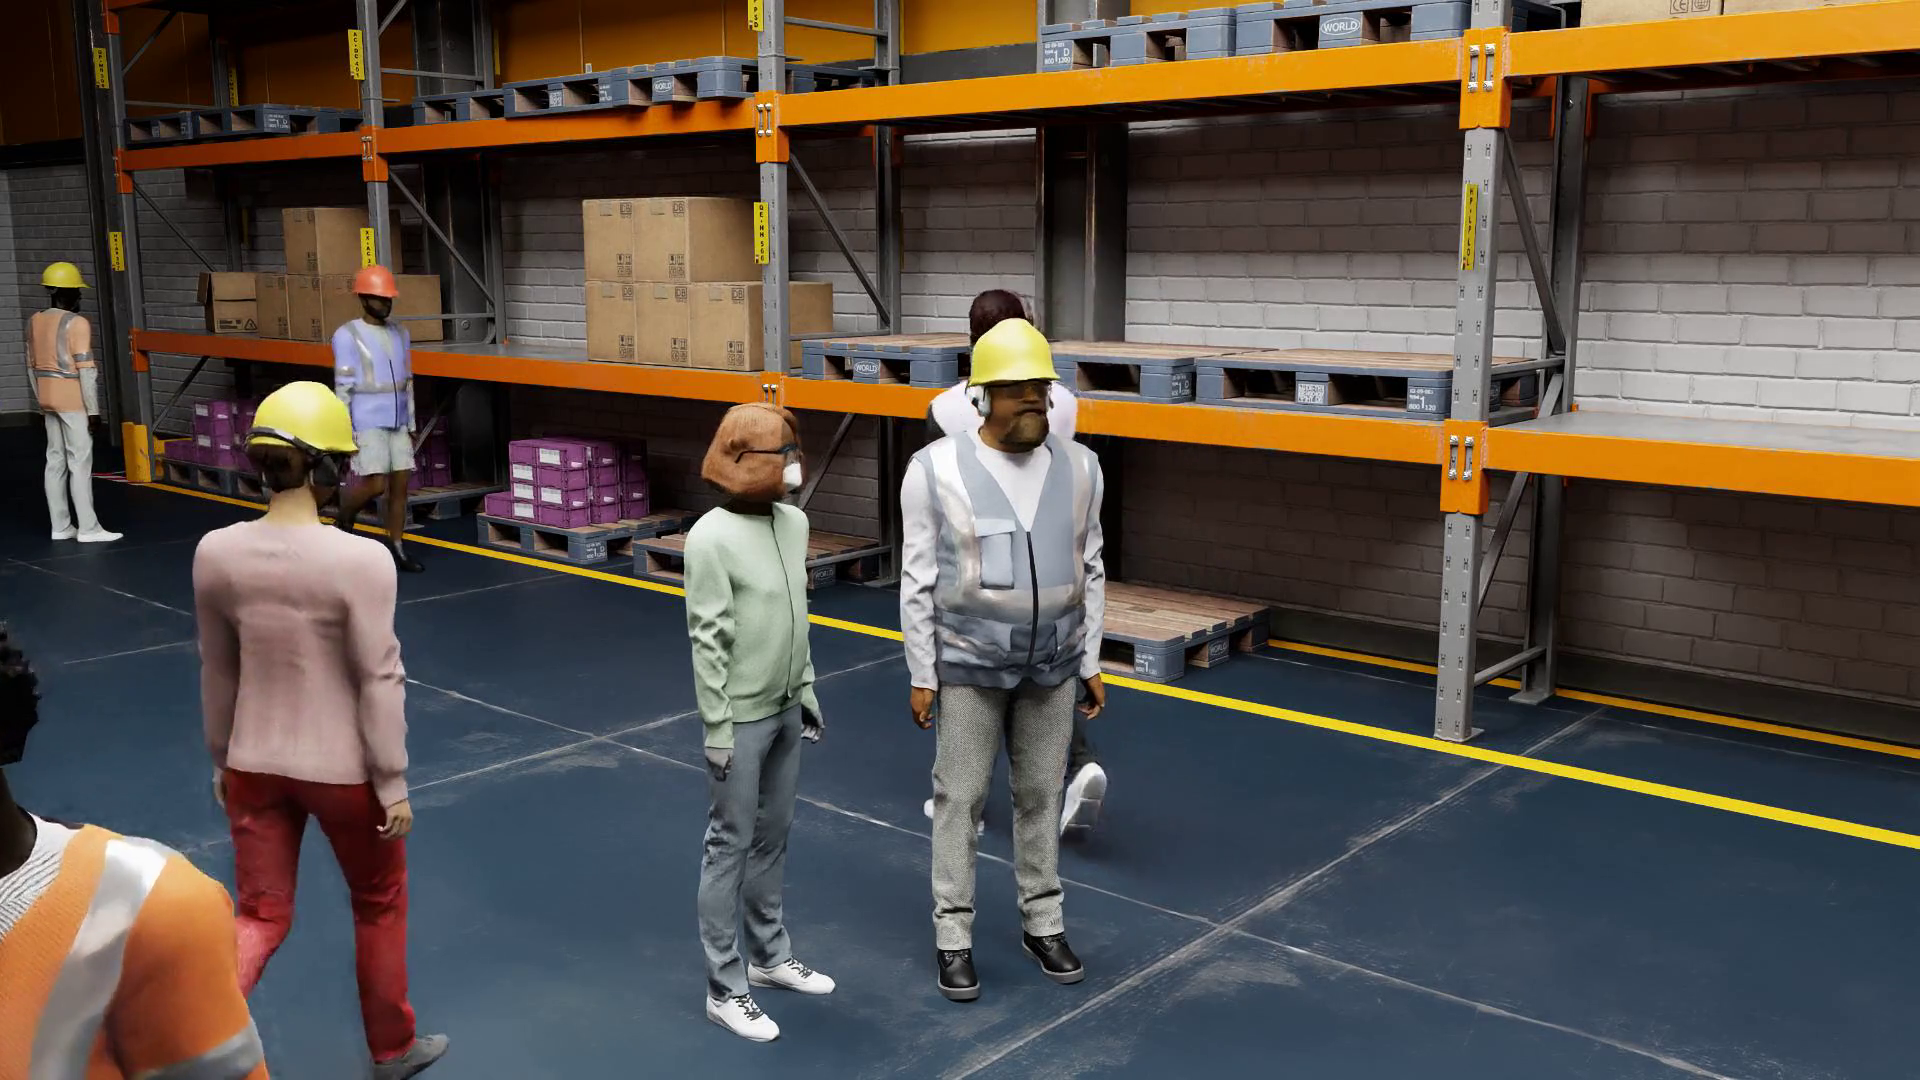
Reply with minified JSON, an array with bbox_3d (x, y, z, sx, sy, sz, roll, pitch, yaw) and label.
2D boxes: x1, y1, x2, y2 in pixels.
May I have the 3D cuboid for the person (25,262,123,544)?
[{"bbox_3d":[-6.115,-0.934,11.420,0.589,1.927,0.387,5,11,25],"label":"person"}]

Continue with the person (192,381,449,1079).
[{"bbox_3d":[-1.503,0.518,3.722,0.530,1.738,0.808,3,10,14],"label":"person"}]

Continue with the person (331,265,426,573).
[{"bbox_3d":[-3.643,-0.741,10.357,0.547,1.924,0.545,5,11,28],"label":"person"}]

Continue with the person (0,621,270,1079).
[{"bbox_3d":[-1.036,0.855,1.961,0.531,1.674,0.461,1,10,6],"label":"person"}]

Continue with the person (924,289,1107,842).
[{"bbox_3d":[0.177,0.110,5.602,0.610,1.894,0.700,-7,12,-33],"label":"person"}]

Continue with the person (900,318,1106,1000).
[{"bbox_3d":[0.132,0.322,4.526,0.590,1.837,0.403,-3,11,-19],"label":"person"}]

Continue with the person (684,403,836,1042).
[{"bbox_3d":[-0.521,0.457,4.336,0.285,1.633,0.500,5,11,24],"label":"person"}]
